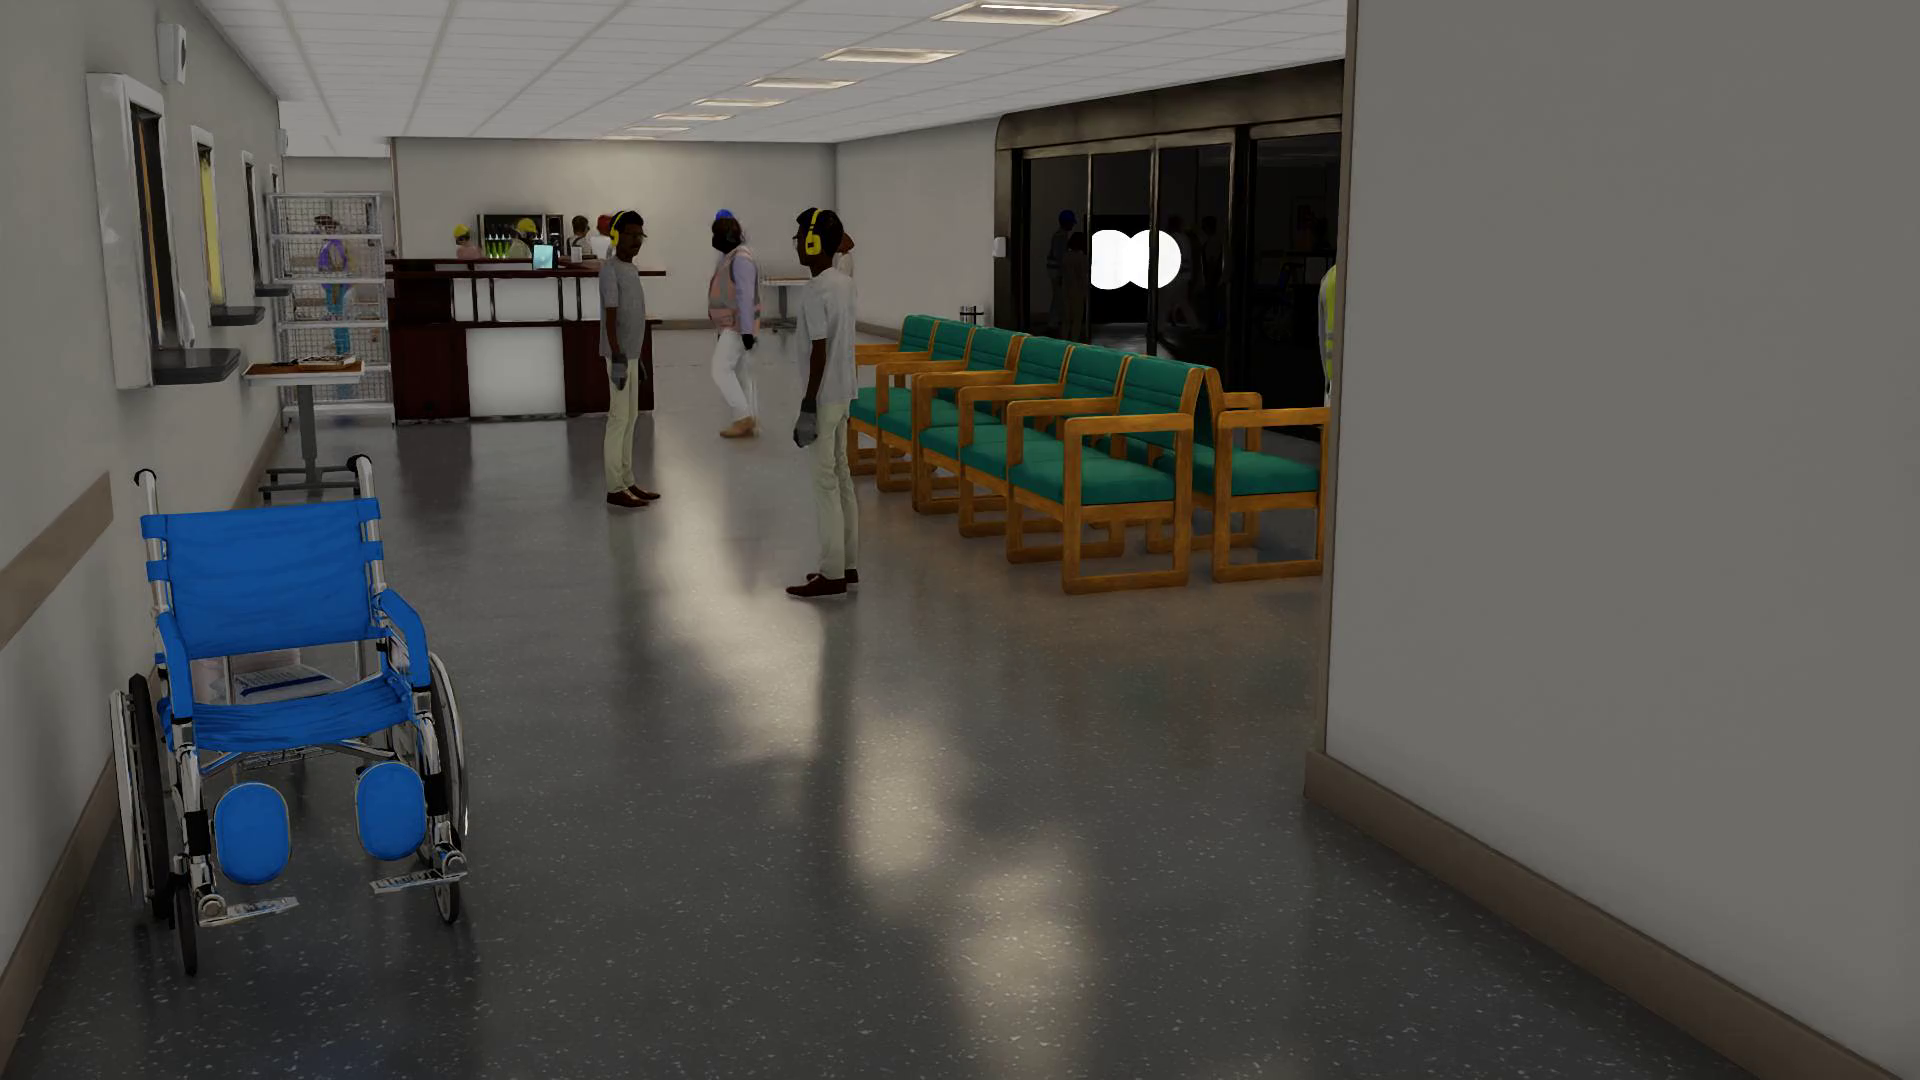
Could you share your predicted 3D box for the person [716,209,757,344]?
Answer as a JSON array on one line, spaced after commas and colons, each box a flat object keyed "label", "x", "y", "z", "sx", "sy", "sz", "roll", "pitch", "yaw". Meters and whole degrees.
[{"label": "person", "x": -3.191, "y": -3.661, "z": 23.322, "sx": 0.452, "sy": 1.925, "sz": 0.630, "roll": -8, "pitch": 14, "yaw": -36}]

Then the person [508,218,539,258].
[{"label": "person", "x": -5.764, "y": -3.350, "z": 22.070, "sx": 0.592, "sy": 1.802, "sz": 0.602, "roll": -3, "pitch": 11, "yaw": -16}]

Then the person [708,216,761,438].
[{"label": "person", "x": -1.883, "y": -1.739, "z": 13.719, "sx": 0.476, "sy": 1.826, "sz": 0.656, "roll": -4, "pitch": 12, "yaw": -19}]

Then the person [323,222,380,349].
[{"label": "person", "x": -8.465, "y": -3.531, "z": 23.011, "sx": 0.697, "sy": 1.807, "sz": 0.637, "roll": -3, "pitch": 11, "yaw": -14}]

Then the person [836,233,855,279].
[{"label": "person", "x": -1.461, "y": -3.088, "z": 21.173, "sx": 0.285, "sy": 1.627, "sz": 0.504, "roll": 0, "pitch": 11, "yaw": -1}]

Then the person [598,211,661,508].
[{"label": "person", "x": -2.112, "y": -1.146, "z": 10.589, "sx": 0.335, "sy": 1.864, "sz": 0.521, "roll": 1, "pitch": 11, "yaw": 7}]

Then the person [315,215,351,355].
[{"label": "person", "x": -7.738, "y": -3.086, "z": 20.590, "sx": 0.375, "sy": 1.841, "sz": 0.567, "roll": -5, "pitch": 12, "yaw": -26}]

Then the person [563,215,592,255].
[{"label": "person", "x": -4.956, "y": -3.316, "z": 21.774, "sx": 0.506, "sy": 1.841, "sz": 0.344, "roll": 9, "pitch": 14, "yaw": 39}]

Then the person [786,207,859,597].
[{"label": "person", "x": -0.667, "y": -0.654, "z": 8.039, "sx": 0.329, "sy": 1.872, "sz": 0.508, "roll": 3, "pitch": 11, "yaw": 15}]
